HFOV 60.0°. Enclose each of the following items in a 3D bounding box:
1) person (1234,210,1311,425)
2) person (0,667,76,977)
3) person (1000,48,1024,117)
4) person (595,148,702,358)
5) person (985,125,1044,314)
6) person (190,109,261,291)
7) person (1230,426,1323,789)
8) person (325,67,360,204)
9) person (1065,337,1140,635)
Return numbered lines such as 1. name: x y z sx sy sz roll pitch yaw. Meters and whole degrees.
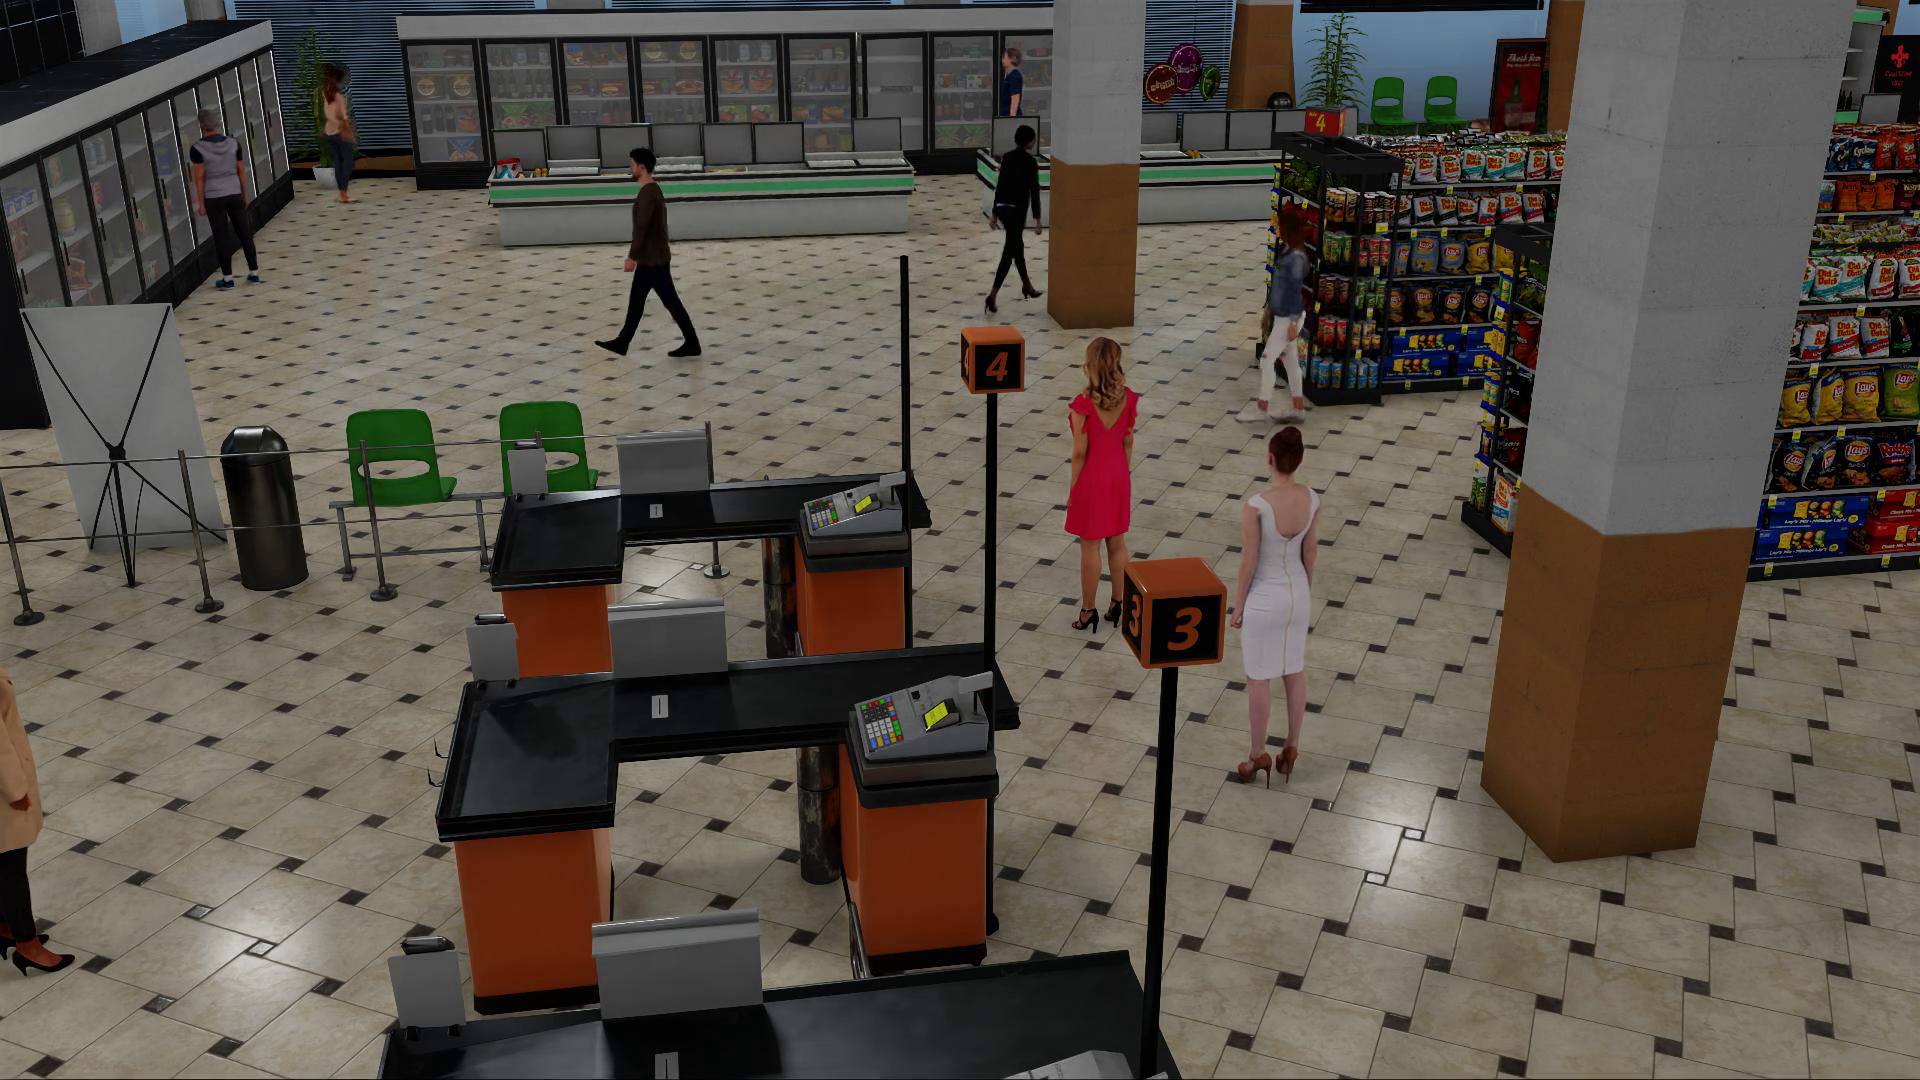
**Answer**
1. person: 2.626 -1.704 12.919 0.864 1.682 0.715 0 22 0
2. person: -3.749 0.914 6.402 0.706 1.682 0.732 19 29 39
3. person: 0.709 -5.793 22.842 0.578 1.871 0.689 -1 22 -2
4. person: -2.608 -2.456 14.592 1.147 1.830 0.661 -4 22 -11
5. person: 0.451 -3.084 16.216 1.009 1.785 1.171 18 28 37
6. person: -7.651 -3.545 17.308 0.721 1.825 0.831 -20 30 -41
7. person: 1.469 0.317 7.740 0.489 1.793 0.674 -8 23 -19
8. person: -8.179 -5.319 21.822 0.794 1.752 0.827 10 24 23
9. person: 0.802 -0.308 9.382 0.565 1.729 0.689 -11 24 -25
